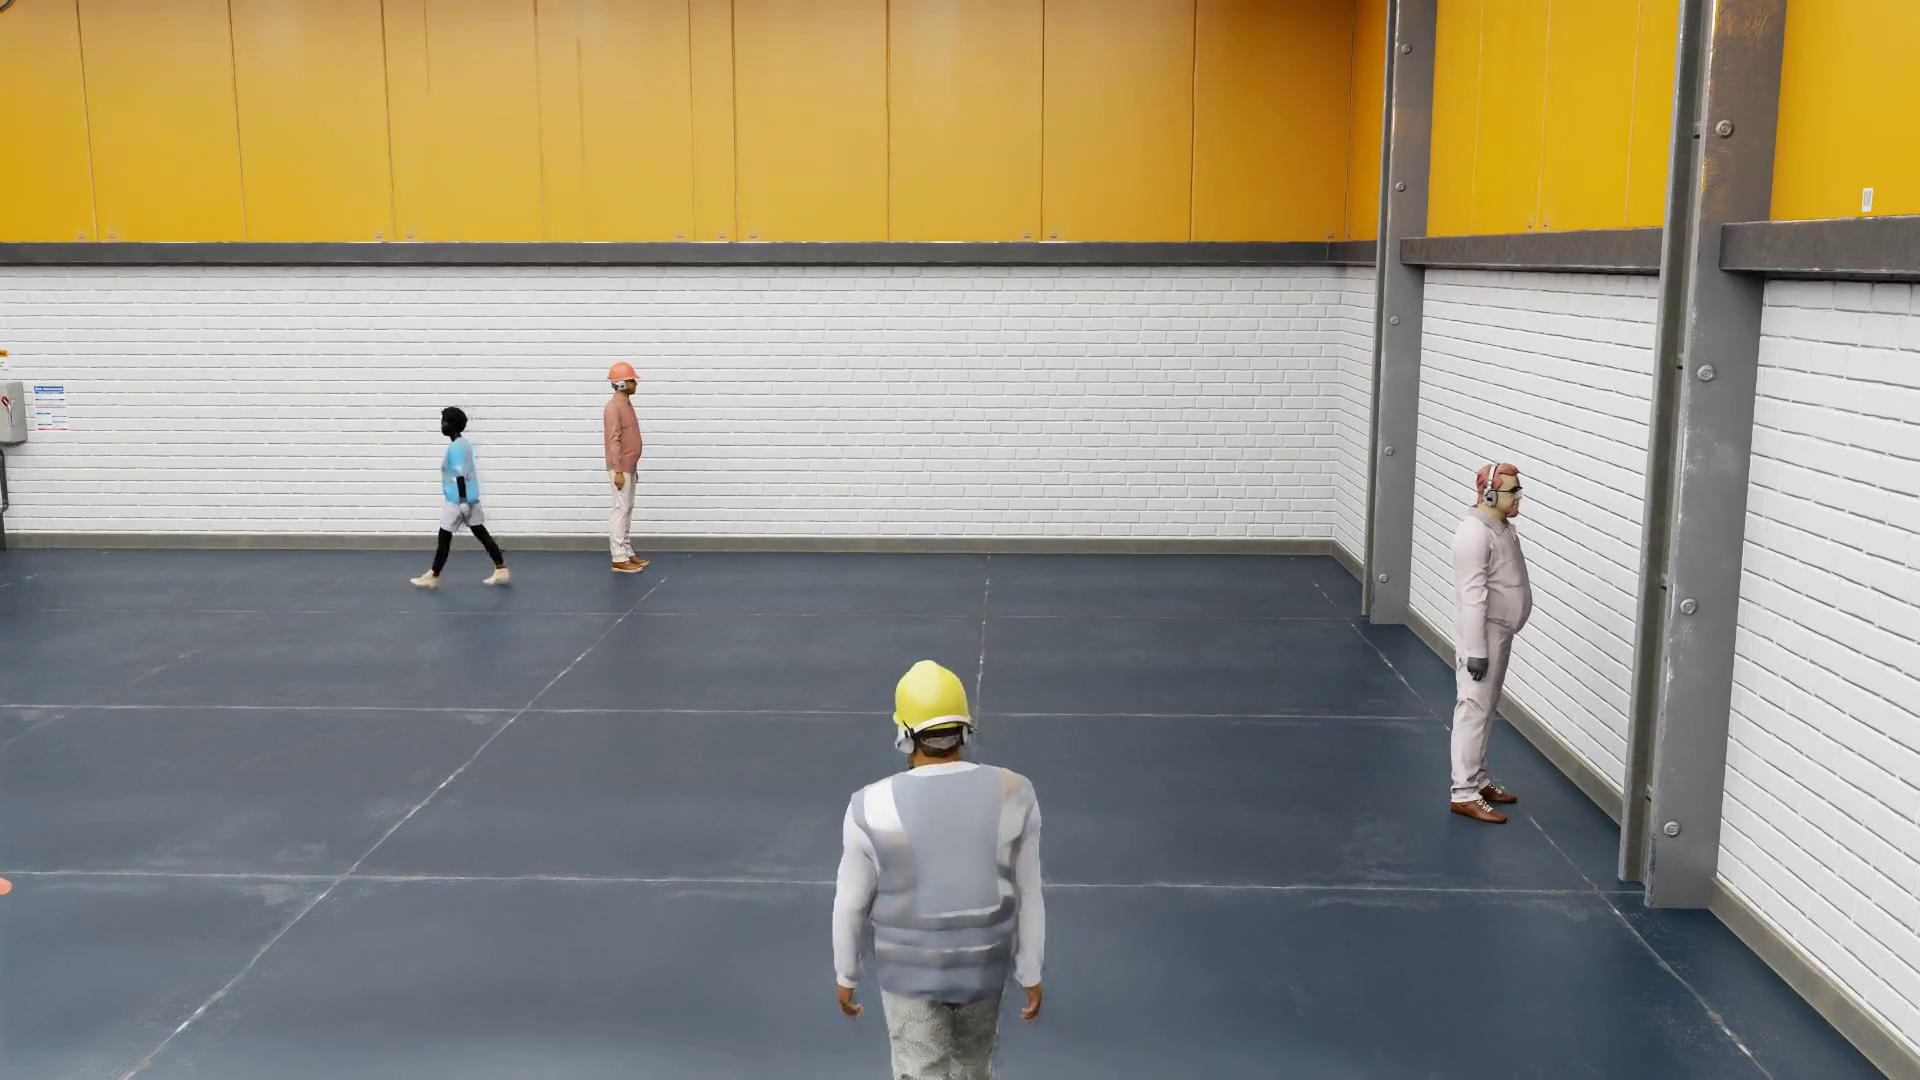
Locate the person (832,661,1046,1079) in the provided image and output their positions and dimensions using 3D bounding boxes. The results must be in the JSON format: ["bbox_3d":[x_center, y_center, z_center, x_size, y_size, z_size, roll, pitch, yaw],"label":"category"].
[{"bbox_3d":[-0.081,1.248,5.008,0.620,1.803,0.682,-3,10,-15],"label":"person"}]

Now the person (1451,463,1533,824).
[{"bbox_3d":[2.841,0.534,8.909,0.407,1.908,0.641,5,11,27],"label":"person"}]

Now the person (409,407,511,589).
[{"bbox_3d":[-4.500,-0.376,14.975,0.893,1.649,0.542,-1,10,-6],"label":"person"}]

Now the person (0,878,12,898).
[{"bbox_3d":[-2.034,1.471,3.334,0.551,1.934,0.358,9,13,43],"label":"person"}]

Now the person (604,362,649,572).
[{"bbox_3d":[-3.197,-0.697,15.845,0.372,1.997,0.621,0,10,1],"label":"person"}]
